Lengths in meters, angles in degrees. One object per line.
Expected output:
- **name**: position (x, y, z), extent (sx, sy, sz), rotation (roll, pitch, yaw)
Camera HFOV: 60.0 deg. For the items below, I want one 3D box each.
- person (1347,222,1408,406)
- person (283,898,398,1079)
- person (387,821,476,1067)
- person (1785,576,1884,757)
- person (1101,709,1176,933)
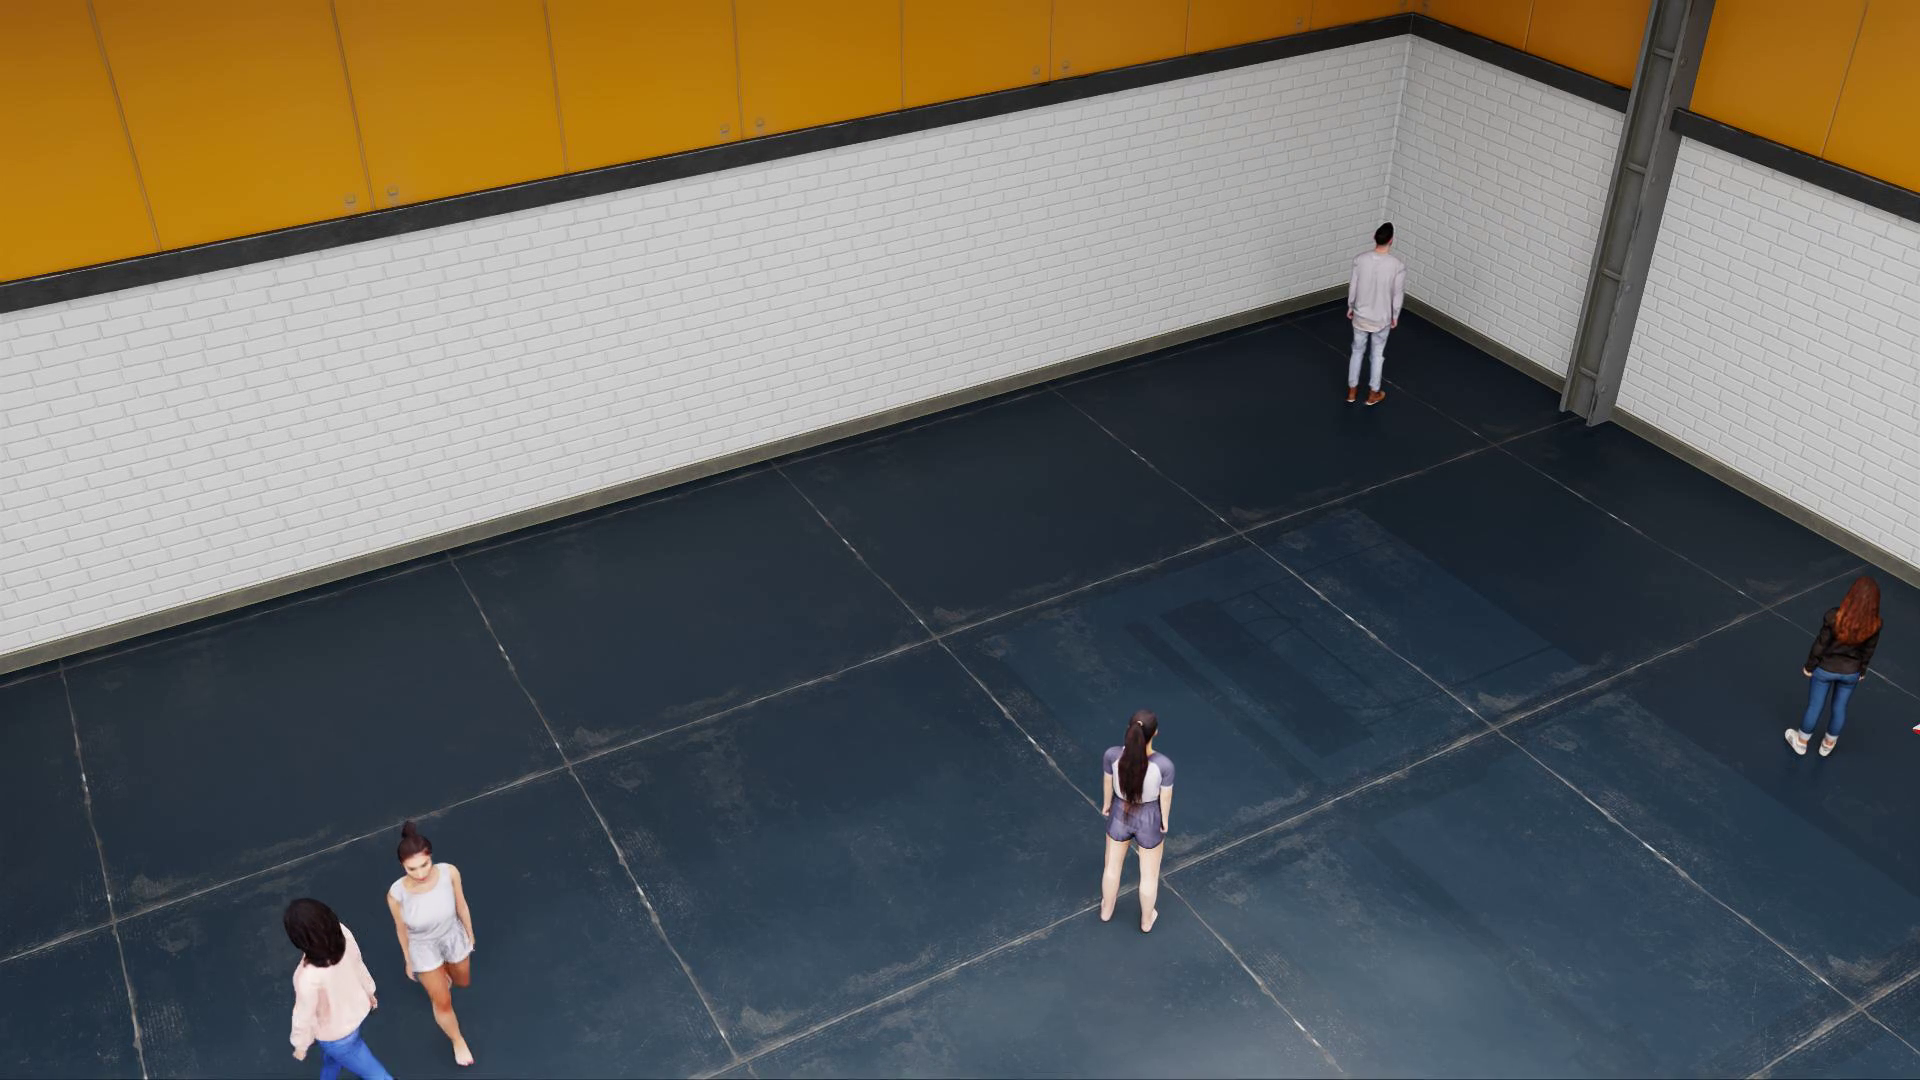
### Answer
- **person**: position (3.929, -2.155, 15.806), extent (0.709, 1.840, 0.824), rotation (16, 37, 23)
- **person**: position (-3.178, 2.585, 8.784), extent (1.159, 1.719, 1.159), rotation (5, 34, 7)
- **person**: position (-2.987, 2.227, 9.423), extent (0.592, 1.608, 0.882), rotation (-20, 38, -27)
- **person**: position (6.109, 0.881, 11.562), extent (0.640, 1.483, 0.688), rotation (6, 34, 9)
- **person**: position (1.072, 1.719, 10.154), extent (0.643, 1.646, 0.717), rotation (11, 35, 16)
